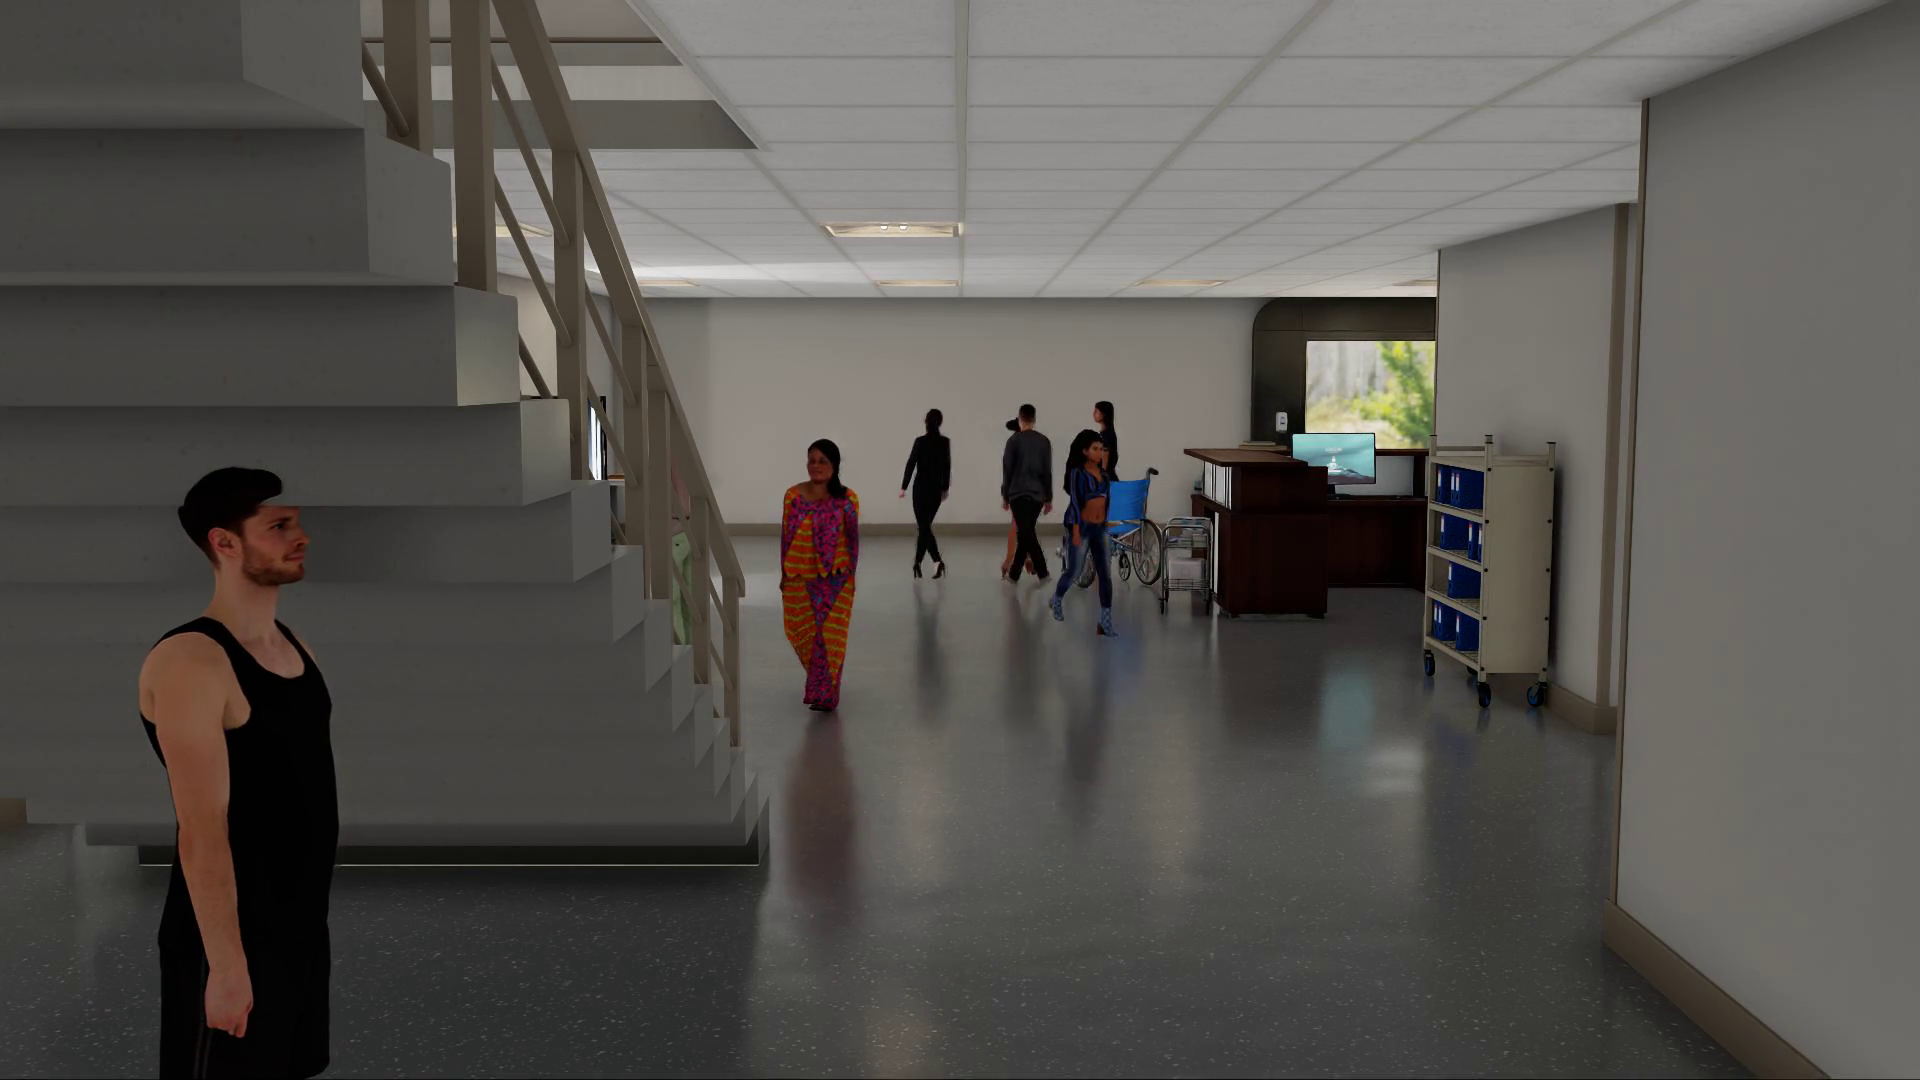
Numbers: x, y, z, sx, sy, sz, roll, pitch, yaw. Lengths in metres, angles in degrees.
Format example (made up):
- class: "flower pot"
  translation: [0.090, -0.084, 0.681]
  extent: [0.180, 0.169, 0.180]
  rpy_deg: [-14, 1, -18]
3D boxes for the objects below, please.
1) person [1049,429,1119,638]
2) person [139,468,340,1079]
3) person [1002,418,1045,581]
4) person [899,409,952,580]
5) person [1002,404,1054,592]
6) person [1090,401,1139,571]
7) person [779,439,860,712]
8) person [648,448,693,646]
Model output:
- class: "person"
  translation: [0.950, -0.041, 12.991]
  extent: [0.972, 1.587, 1.128]
  rpy_deg: [-4, 7, -33]
- class: "person"
  translation: [-1.434, 0.775, 3.358]
  extent: [0.736, 1.891, 0.509]
  rpy_deg: [0, 6, -2]
- class: "person"
  translation: [0.540, -0.401, 16.395]
  extent: [0.817, 1.621, 0.811]
  rpy_deg: [-3, 6, -26]
- class: "person"
  translation: [-0.281, -0.425, 16.327]
  extent: [0.835, 1.683, 0.902]
  rpy_deg: [-5, 8, -42]
- class: "person"
  translation: [0.663, -0.366, 15.527]
  extent: [0.932, 1.726, 1.231]
  rpy_deg: [-3, 6, -25]
- class: "person"
  translation: [1.567, -0.537, 17.114]
  extent: [0.678, 1.749, 0.860]
  rpy_deg: [0, 6, 3]
- class: "person"
  translation: [-0.850, 0.203, 10.232]
  extent: [0.778, 1.653, 1.031]
  rpy_deg: [1, 6, 12]
- class: "person"
  translation: [-1.850, 0.046, 10.683]
  extent: [0.802, 1.875, 0.650]
  rpy_deg: [2, 6, 16]
